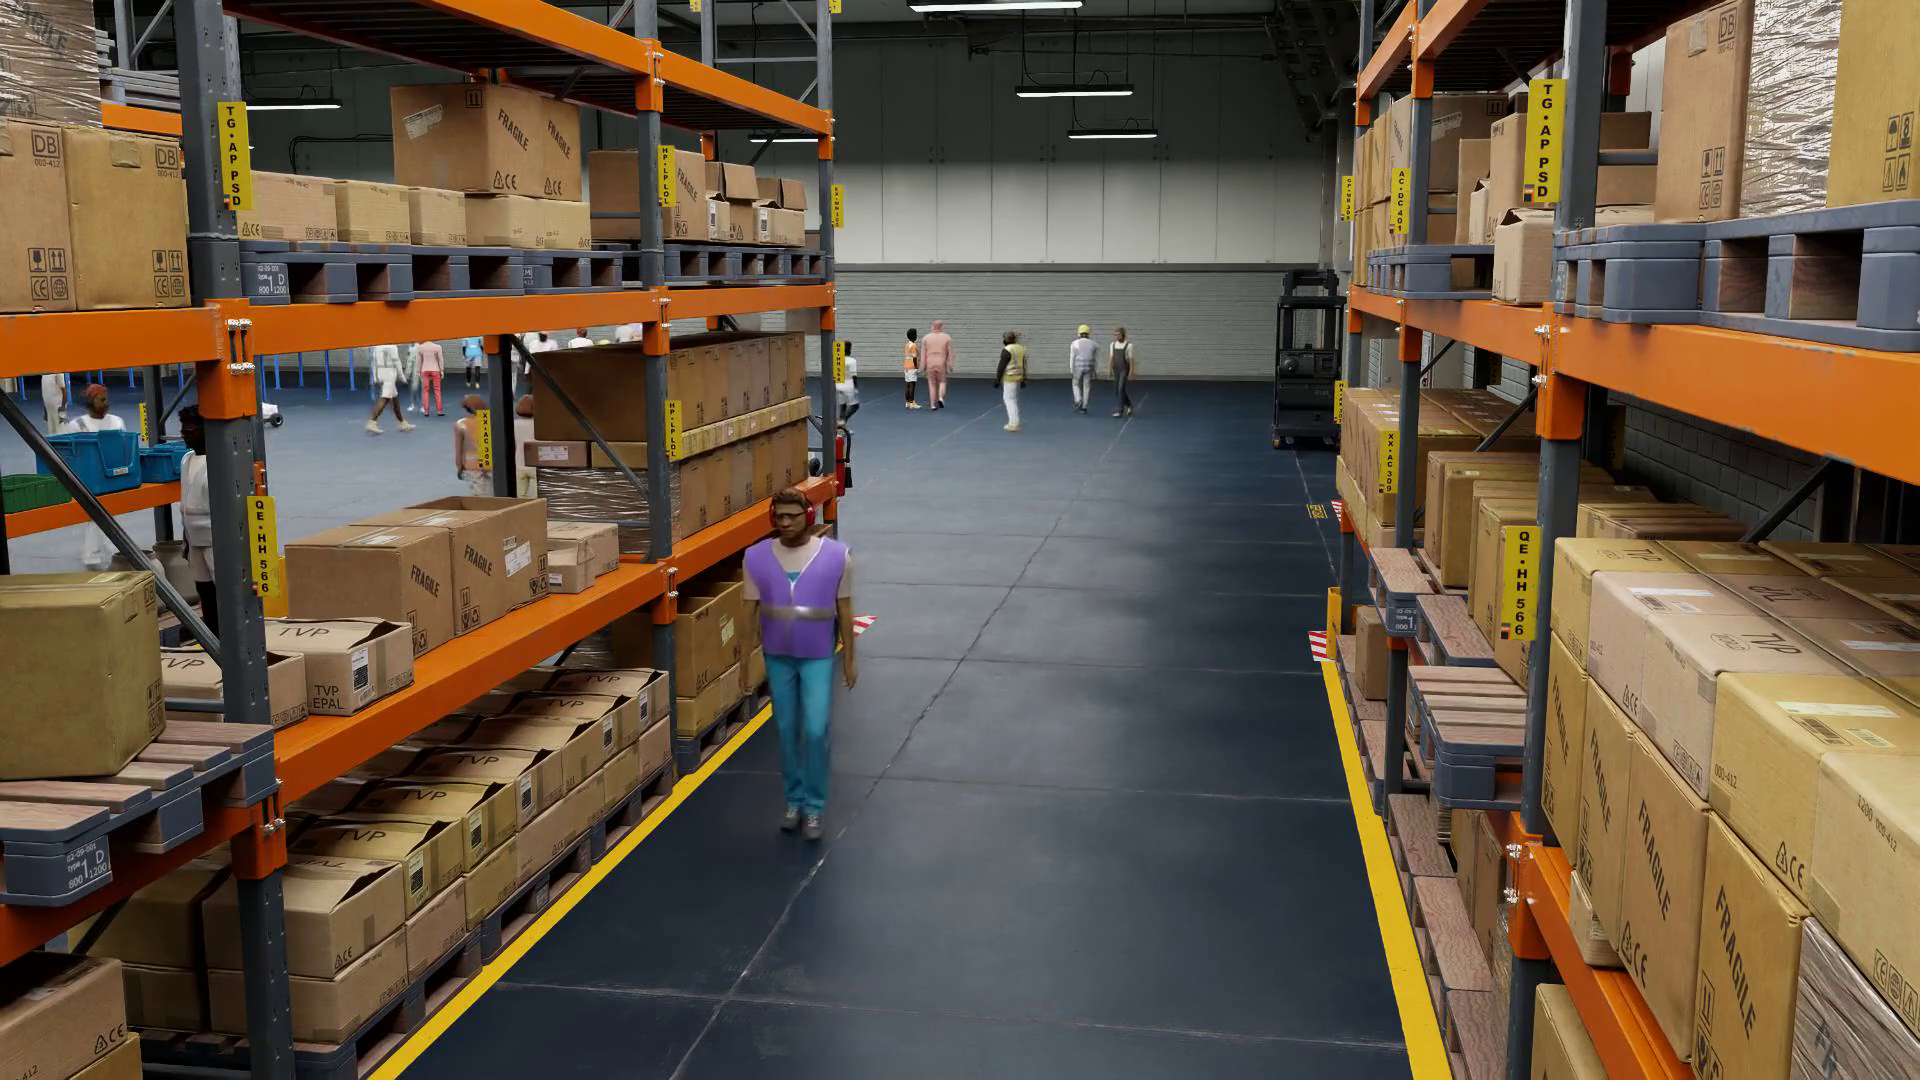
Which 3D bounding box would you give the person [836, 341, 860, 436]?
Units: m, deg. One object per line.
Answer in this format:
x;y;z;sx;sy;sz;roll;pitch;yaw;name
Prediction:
-2.020;-2.675;29.383;0.551;1.683;0.393;8;12;39;person

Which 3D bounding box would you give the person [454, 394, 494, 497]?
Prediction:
-5.123;-0.759;17.804;0.547;1.604;0.415;-3;10;-19;person

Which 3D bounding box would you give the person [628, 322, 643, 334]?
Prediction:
-8.338;-5.016;43.115;0.593;1.926;0.372;3;10;15;person

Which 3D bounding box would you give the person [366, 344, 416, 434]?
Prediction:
-10.322;-2.910;29.946;0.613;1.997;1.061;8;12;41;person

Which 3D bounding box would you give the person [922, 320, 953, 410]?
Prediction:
-0.477;-3.692;35.065;0.655;1.886;0.415;1;9;4;person

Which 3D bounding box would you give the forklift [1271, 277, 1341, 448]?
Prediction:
5.847;-3.016;27.970;1.129;2.768;1.873;1;9;9;forklift

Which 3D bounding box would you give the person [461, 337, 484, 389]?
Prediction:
-12.093;-4.578;41.281;0.536;1.638;0.905;-4;10;-22;person

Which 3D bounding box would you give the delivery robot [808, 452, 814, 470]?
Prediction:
-2.336;-1.178;23.482;0.477;0.478;0.707;3;9;20;delivery robot

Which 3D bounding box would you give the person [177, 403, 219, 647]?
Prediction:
-5.487;-0.018;12.154;0.616;1.964;0.361;6;11;32;person

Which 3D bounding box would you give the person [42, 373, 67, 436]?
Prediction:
-12.990;-1.864;23.840;0.518;1.870;0.323;6;11;35;person

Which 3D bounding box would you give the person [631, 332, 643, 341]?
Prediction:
-5.494;-2.613;28.446;0.653;1.880;0.669;-3;10;-15;person

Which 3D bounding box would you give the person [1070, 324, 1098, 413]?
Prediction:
2.540;-3.516;34.175;0.600;1.817;0.426;-1;9;-8;person

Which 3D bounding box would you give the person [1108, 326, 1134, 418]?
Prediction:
3.275;-3.376;33.345;0.506;1.818;0.752;8;12;39;person

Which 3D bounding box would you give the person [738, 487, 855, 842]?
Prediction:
-0.857;0.637;8.549;0.589;1.821;0.647;1;9;7;person

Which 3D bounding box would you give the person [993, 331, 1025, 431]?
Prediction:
0.899;-2.925;30.524;0.561;1.820;0.642;5;10;26;person

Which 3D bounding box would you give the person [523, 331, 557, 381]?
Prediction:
-8.200;-3.276;32.531;0.602;1.869;1.013;1;9;9;person

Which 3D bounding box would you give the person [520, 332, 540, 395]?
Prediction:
-8.922;-3.717;34.871;0.535;2.000;0.704;-7;11;-36;person

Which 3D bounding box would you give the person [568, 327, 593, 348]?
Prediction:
-7.418;-3.303;32.676;0.574;1.881;0.357;4;10;23;person

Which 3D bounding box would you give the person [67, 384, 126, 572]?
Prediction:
-8.058;-0.546;15.795;0.949;1.834;0.603;4;10;21;person

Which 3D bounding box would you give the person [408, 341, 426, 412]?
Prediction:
-11.141;-3.446;34.433;0.597;1.596;0.339;-5;10;-26;person

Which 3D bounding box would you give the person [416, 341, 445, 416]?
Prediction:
-10.668;-3.379;33.528;0.523;1.760;0.324;-1;9;-6;person

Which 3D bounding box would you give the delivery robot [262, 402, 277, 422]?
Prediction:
-13.111;-2.404;31.055;0.477;0.478;0.707;4;10;23;delivery robot

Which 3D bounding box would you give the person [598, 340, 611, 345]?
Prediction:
-6.247;-2.617;28.912;0.564;1.720;0.447;0;9;2;person

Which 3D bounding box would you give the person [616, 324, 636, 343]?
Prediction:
-8.239;-4.669;41.180;0.553;1.857;0.439;1;9;4;person

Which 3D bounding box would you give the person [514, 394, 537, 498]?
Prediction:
-4.508;-0.712;17.460;0.507;1.631;0.266;1;9;8;person

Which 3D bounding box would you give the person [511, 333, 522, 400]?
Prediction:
-10.134;-4.106;37.509;0.601;1.923;0.876;-6;11;-32;person

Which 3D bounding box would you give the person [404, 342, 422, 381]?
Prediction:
-14.518;-5.023;44.177;0.533;1.595;0.861;-8;12;-42;person

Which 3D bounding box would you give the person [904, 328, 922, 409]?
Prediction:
-1.009;-3.634;35.276;0.317;1.700;0.538;-3;10;-19;person
